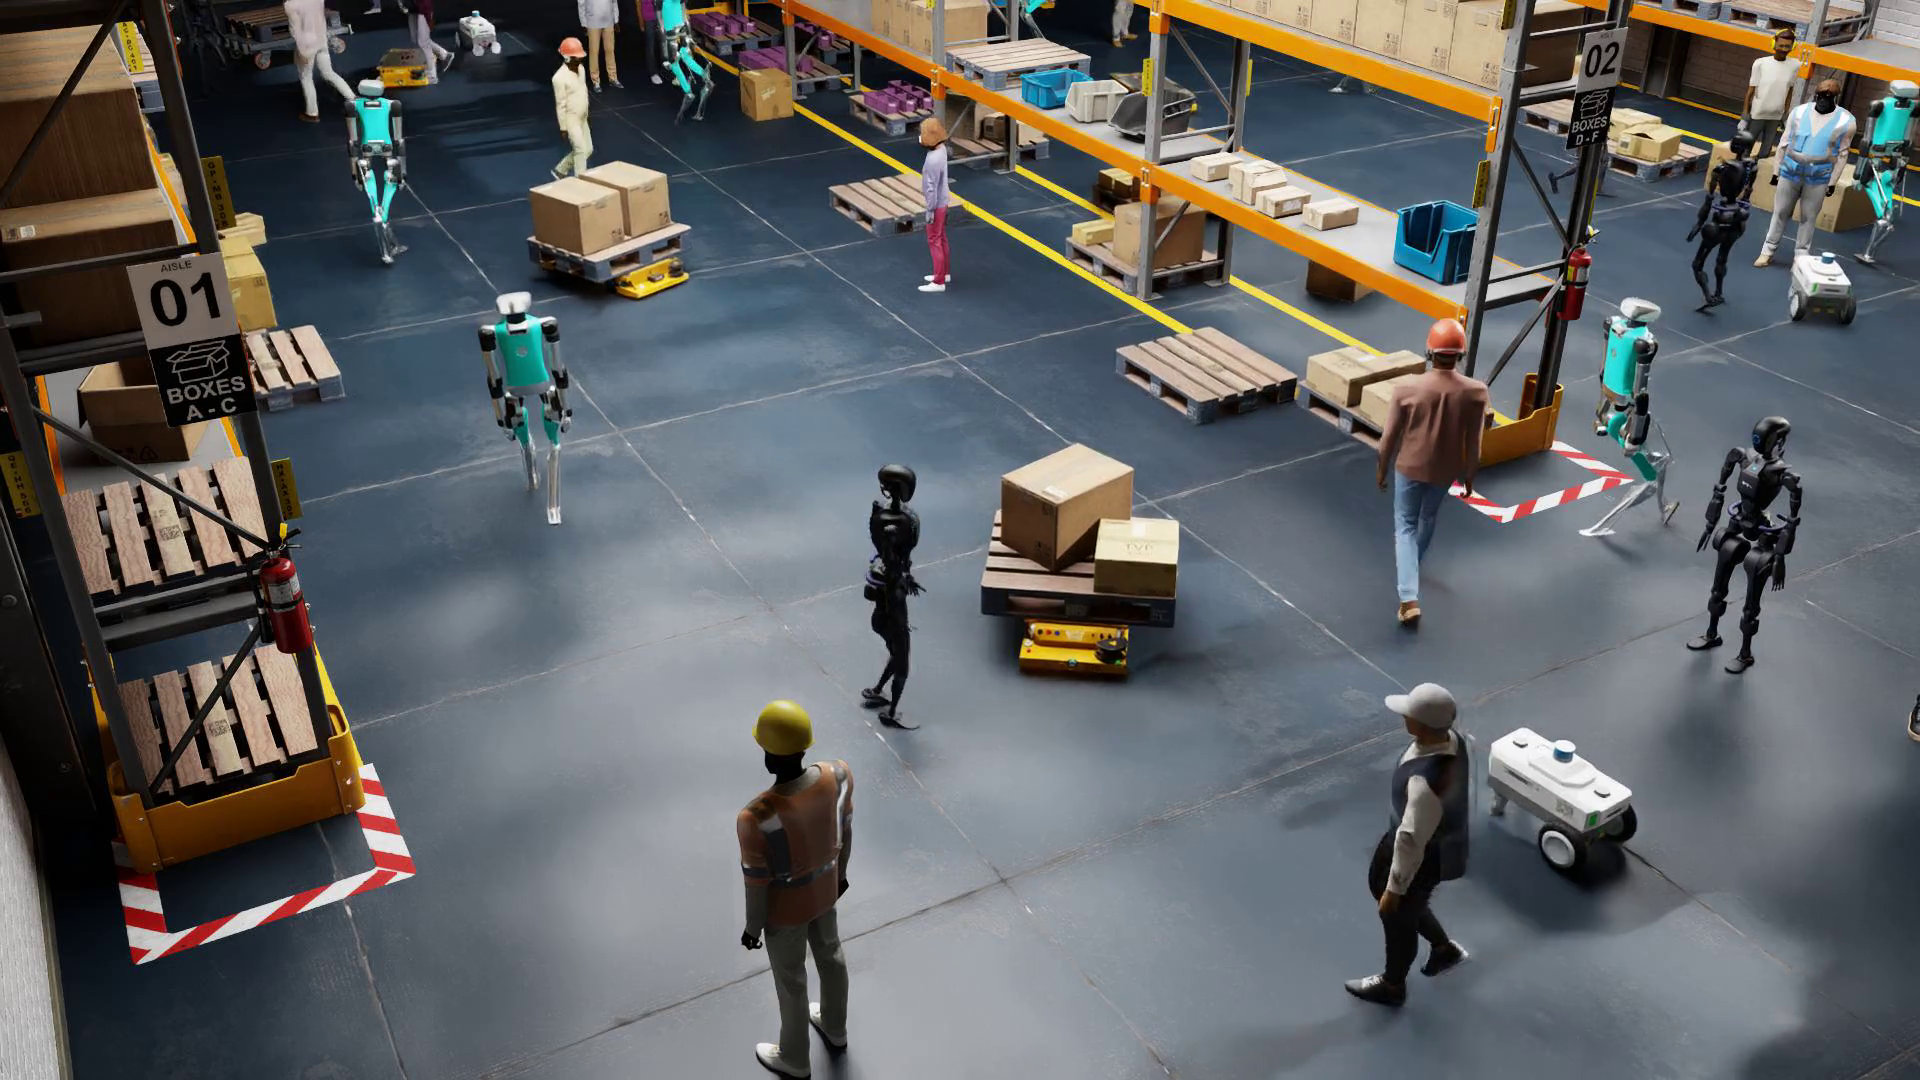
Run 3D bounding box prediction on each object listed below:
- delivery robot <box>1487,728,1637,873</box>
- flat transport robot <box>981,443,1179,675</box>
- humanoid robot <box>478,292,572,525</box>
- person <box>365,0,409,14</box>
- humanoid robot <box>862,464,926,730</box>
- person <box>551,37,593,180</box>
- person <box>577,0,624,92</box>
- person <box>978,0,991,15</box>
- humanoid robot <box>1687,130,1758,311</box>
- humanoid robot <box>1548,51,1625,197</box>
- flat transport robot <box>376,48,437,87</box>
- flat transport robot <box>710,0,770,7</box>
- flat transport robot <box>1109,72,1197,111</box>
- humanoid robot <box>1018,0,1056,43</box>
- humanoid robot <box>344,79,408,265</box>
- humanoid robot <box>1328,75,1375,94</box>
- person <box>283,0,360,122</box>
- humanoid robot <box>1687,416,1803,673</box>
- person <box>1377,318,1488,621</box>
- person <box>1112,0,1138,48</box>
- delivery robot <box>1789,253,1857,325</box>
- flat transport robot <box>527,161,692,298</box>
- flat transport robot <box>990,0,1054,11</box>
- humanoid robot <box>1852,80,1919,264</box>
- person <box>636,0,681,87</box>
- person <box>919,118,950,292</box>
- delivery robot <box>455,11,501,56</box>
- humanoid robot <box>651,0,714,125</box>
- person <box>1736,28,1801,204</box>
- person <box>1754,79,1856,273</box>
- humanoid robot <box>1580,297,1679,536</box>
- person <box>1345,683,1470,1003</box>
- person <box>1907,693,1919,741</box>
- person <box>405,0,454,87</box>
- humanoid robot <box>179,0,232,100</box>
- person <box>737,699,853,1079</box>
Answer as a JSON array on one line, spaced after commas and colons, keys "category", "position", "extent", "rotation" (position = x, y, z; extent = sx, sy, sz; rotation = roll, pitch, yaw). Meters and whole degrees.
[{"category": "delivery robot", "position": [3.168, 1.328, 8.798], "extent": [0.518, 0.582, 0.744], "rotation": [-19, 35, -30]}, {"category": "flat transport robot", "position": [0.778, 0.384, 10.741], "extent": [0.659, 0.231, 1.431], "rotation": [4, 30, 7]}, {"category": "humanoid robot", "position": [-3.009, -0.972, 11.681], "extent": [0.552, 1.832, 0.868], "rotation": [-8, 31, -13]}, {"category": "person", "position": [-8.938, -8.909, 25.560], "extent": [0.721, 1.618, 0.364], "rotation": [5, 30, 9]}, {"category": "humanoid robot", "position": [-0.396, 0.315, 9.465], "extent": [0.379, 1.663, 0.590], "rotation": [3, 30, 4]}, {"category": "person", "position": [-4.167, -4.522, 17.811], "extent": [0.554, 1.726, 0.590], "rotation": [6, 31, 11]}, {"category": "person", "position": [-4.690, -6.758, 21.682], "extent": [0.571, 1.749, 0.340], "rotation": [-20, 35, -31]}, {"category": "person", "position": [0.217, -6.676, 21.428], "extent": [0.639, 1.875, 0.647], "rotation": [5, 30, 8]}, {"category": "humanoid robot", "position": [6.911, -2.871, 15.006], "extent": [0.589, 1.648, 0.427], "rotation": [-14, 33, -22]}, {"category": "humanoid robot", "position": [6.812, -4.502, 17.869], "extent": [0.732, 1.630, 0.588], "rotation": [11, 32, 18]}, {"category": "flat transport robot", "position": [-7.522, -6.431, 22.604], "extent": [0.659, 0.231, 1.431], "rotation": [-5, 30, -8]}, {"category": "flat transport robot", "position": [-3.262, -8.685, 26.528], "extent": [1.431, 0.231, 0.659], "rotation": [-8, 31, -13]}, {"category": "flat transport robot", "position": [2.461, -5.784, 21.478], "extent": [0.659, 0.231, 1.431], "rotation": [-9, 31, -16]}, {"category": "humanoid robot", "position": [1.090, -7.851, 23.469], "extent": [0.735, 1.677, 0.533], "rotation": [-9, 31, -15]}, {"category": "humanoid robot", "position": [-5.551, -3.466, 15.965], "extent": [0.576, 1.769, 0.820], "rotation": [-9, 31, -15]}, {"category": "humanoid robot", "position": [5.131, -6.567, 21.469], "extent": [0.771, 1.893, 0.543], "rotation": [6, 30, 10]}, {"category": "person", "position": [-7.831, -6.019, 20.251], "extent": [0.835, 1.911, 0.629], "rotation": [12, 32, 21]}, {"category": "humanoid robot", "position": [4.736, 0.005, 9.985], "extent": [0.322, 1.650, 0.608], "rotation": [-16, 34, -26]}, {"category": "person", "position": [2.960, -0.455, 10.518], "extent": [0.626, 1.958, 0.970], "rotation": [1, 30, 2]}, {"category": "person", "position": [2.351, -7.976, 23.708], "extent": [0.475, 1.849, 0.680], "rotation": [25, 38, 36]}, {"category": "delivery robot", "position": [7.842, -2.321, 15.145], "extent": [0.499, 0.577, 0.769], "rotation": [6, 30, 10]}, {"category": "flat transport robot", "position": [-3.346, -2.652, 16.025], "extent": [1.431, 0.231, 0.659], "rotation": [22, 36, 33]}, {"category": "flat transport robot", "position": [0.730, -8.549, 26.291], "extent": [1.431, 0.231, 0.659], "rotation": [-3, 30, -6]}, {"category": "humanoid robot", "position": [8.927, -3.432, 15.947], "extent": [0.536, 1.821, 0.724], "rotation": [-4, 30, -7]}, {"category": "person", "position": [-3.936, -6.823, 21.726], "extent": [0.554, 1.812, 0.868], "rotation": [-17, 34, -27]}, {"category": "person", "position": [-0.235, -3.112, 15.466], "extent": [0.283, 1.628, 0.502], "rotation": [4, 30, 7]}, {"category": "delivery robot", "position": [-6.879, -7.234, 23.734], "extent": [0.518, 0.613, 0.784], "rotation": [-16, 34, -26]}, {"category": "humanoid robot", "position": [-3.289, -5.868, 20.167], "extent": [0.777, 1.803, 0.534], "rotation": [18, 34, 28]}, {"category": "person", "position": [8.500, -4.442, 17.540], "extent": [0.530, 1.866, 0.316], "rotation": [1, 30, 1]}, {"category": "person", "position": [8.069, -3.466, 15.867], "extent": [0.624, 1.844, 0.429], "rotation": [20, 35, 30]}, {"category": "humanoid robot", "position": [4.775, -0.812, 11.382], "extent": [0.911, 1.799, 0.546], "rotation": [-5, 30, -8]}, {"category": "person", "position": [2.056, 1.405, 7.484], "extent": [0.479, 1.741, 0.748], "rotation": [9, 31, 15]}, {"category": "person", "position": [5.758, 0.307, 9.188], "extent": [0.602, 1.957, 0.383], "rotation": [12, 32, 19]}, {"category": "person", "position": [-7.061, -6.955, 21.871], "extent": [0.753, 1.913, 0.532], "rotation": [-26, 39, -37]}, {"category": "humanoid robot", "position": [-9.712, -6.488, 21.295], "extent": [0.347, 1.646, 0.591], "rotation": [11, 32, 18]}, {"category": "person", "position": [-0.704, 1.505, 7.128], "extent": [0.365, 1.926, 0.588], "rotation": [25, 38, 36]}]
